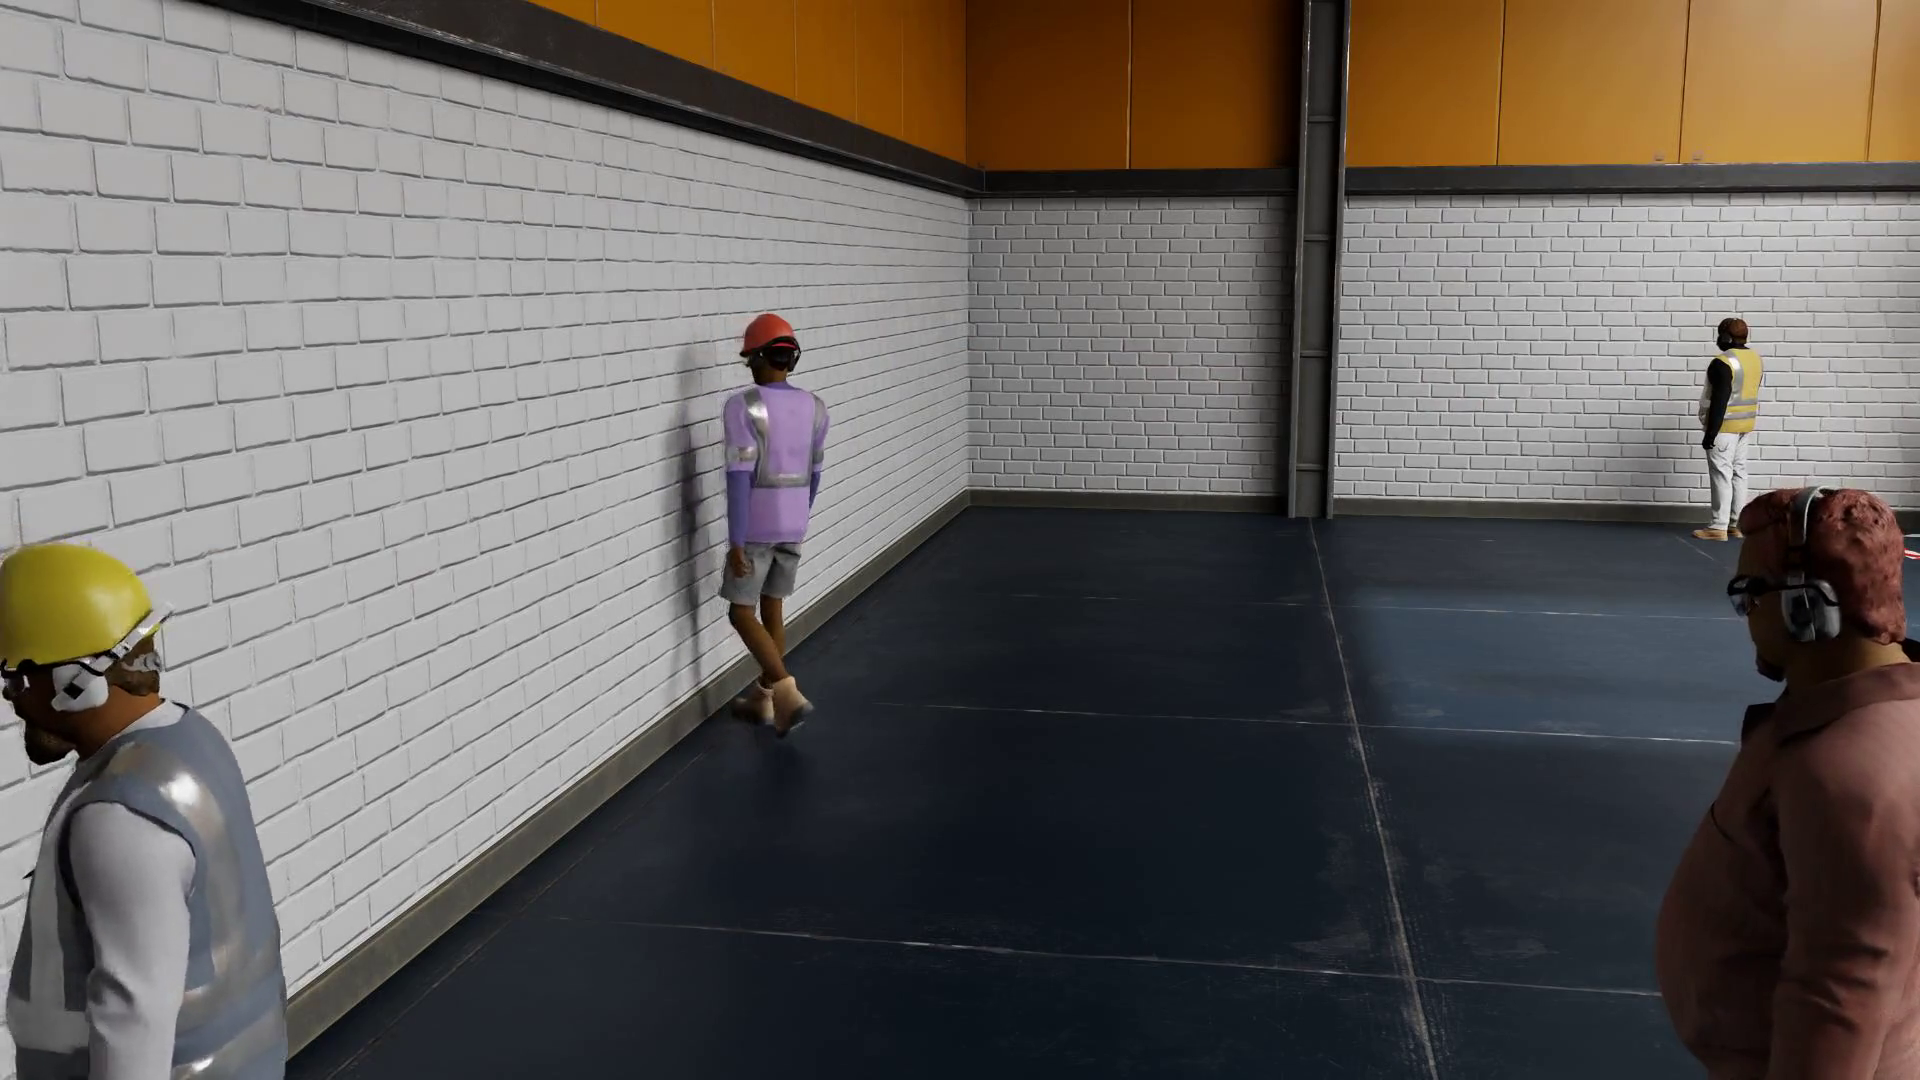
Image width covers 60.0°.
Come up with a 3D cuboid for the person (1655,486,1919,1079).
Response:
[{"bbox_3d":[1.282,0.861,2.581,0.406,1.902,0.636,6,11,32],"label":"person"}]

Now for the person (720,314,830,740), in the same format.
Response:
[{"bbox_3d":[-0.894,-0.052,7.896,0.664,2.013,0.872,-9,13,-43],"label":"person"}]

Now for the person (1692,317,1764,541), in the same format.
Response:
[{"bbox_3d":[6.348,-0.916,13.784,0.633,1.842,0.429,-7,11,-37],"label":"person"}]

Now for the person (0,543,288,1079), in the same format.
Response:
[{"bbox_3d":[-1.314,0.892,2.736,0.457,1.806,0.645,-3,10,-19],"label":"person"}]
